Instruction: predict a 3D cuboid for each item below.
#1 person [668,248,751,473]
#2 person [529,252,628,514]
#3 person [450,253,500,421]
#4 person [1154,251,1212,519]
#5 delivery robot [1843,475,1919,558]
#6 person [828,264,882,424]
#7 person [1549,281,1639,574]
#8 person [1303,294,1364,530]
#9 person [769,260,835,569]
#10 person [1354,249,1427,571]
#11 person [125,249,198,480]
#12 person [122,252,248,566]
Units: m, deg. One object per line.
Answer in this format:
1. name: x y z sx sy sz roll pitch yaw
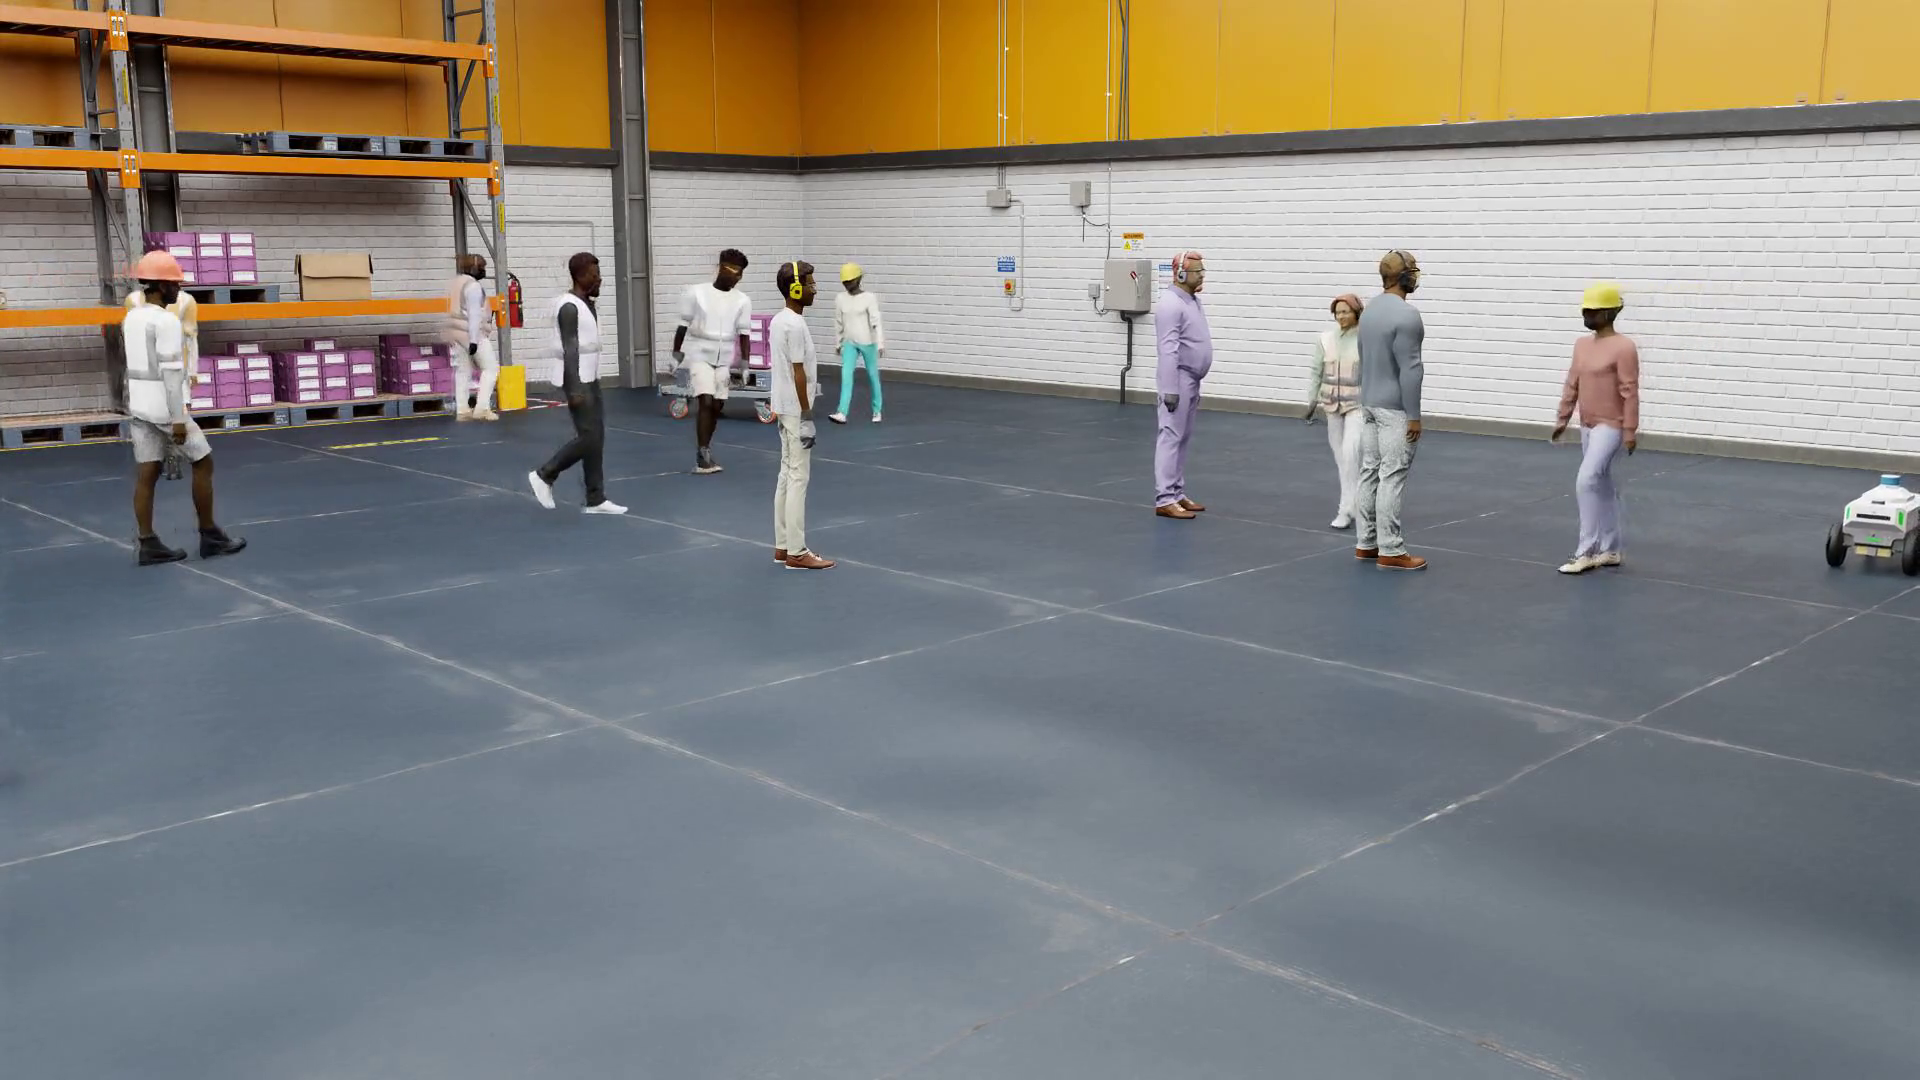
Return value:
1. person: -2.089 -1.523 14.196 0.694 1.910 0.743 -7 12 -33
2. person: -2.766 -1.116 12.004 0.597 1.904 0.613 1 10 4
3. person: -5.263 -2.194 18.103 0.561 1.820 0.642 -8 13 -38
4. person: 1.619 -1.118 12.009 0.399 1.909 0.642 4 11 22
5. delivery robot: 5.679 -0.156 10.191 0.477 0.478 0.707 9 13 40
6. person: -1.103 -2.082 17.786 0.617 1.705 0.925 4 11 23
7. person: 3.778 -0.670 9.991 0.654 1.742 0.536 -2 11 -10
8. person: 2.629 -0.883 11.523 0.515 1.612 0.712 9 14 42
9. person: -0.982 -0.757 10.136 0.328 1.872 0.510 -4 11 -21
10. person: 2.621 -0.784 10.100 0.372 1.940 0.630 -3 11 -14
11. person: -6.567 -1.436 13.741 0.544 1.913 0.455 -5 11 -24
12. person: -4.843 -0.817 10.340 0.567 1.911 0.787 7 12 33
